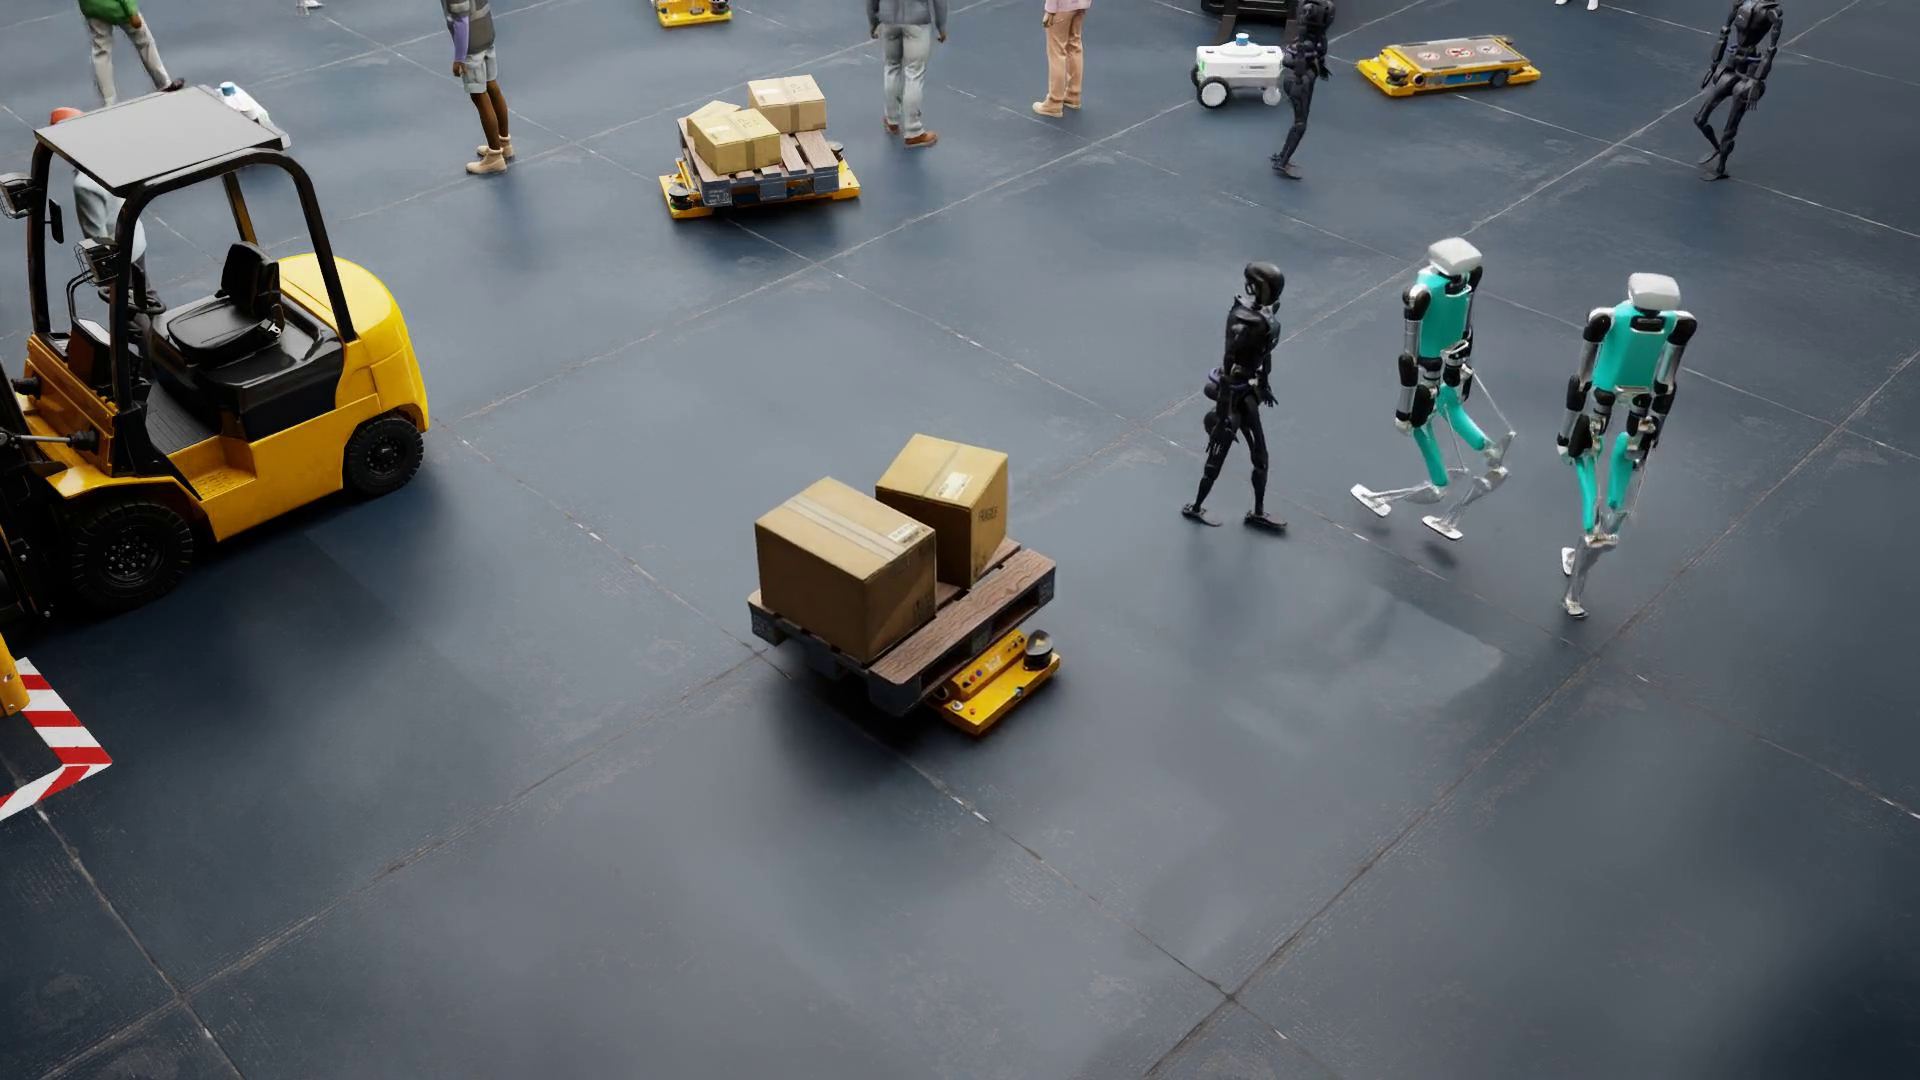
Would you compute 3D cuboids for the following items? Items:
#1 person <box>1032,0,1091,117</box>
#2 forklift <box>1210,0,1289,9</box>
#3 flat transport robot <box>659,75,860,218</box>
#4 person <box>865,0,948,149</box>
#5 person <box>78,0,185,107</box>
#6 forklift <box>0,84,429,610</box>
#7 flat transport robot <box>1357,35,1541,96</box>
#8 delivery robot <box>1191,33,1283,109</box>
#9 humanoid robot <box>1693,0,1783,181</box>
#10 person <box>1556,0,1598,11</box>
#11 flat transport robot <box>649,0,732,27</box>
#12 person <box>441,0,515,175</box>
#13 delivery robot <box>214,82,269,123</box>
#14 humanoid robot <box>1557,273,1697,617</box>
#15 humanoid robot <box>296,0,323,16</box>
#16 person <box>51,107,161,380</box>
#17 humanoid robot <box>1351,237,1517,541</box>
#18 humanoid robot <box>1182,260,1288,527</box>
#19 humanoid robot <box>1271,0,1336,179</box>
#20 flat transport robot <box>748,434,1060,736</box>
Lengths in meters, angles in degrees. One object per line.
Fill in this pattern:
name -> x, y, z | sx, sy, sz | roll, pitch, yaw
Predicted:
person -> 0.885, -4.353, 13.569 | 0.420, 1.774, 0.539 | 24, 43, 28
forklift -> 3.106, -6.400, 15.960 | 1.214, 2.155, 2.313 | 8, 37, 10
flat transport robot -> -1.532, -2.740, 12.664 | 1.431, 0.231, 0.659 | -10, 38, -13
person -> -0.416, -4.078, 13.094 | 0.645, 1.910, 0.607 | 8, 37, 10
person -> -6.942, -4.424, 13.684 | 0.648, 1.733, 0.888 | 10, 38, 13
forklift -> -4.145, -1.093, 8.856 | 2.313, 2.155, 1.214 | -31, 47, -34
flat transport robot -> 4.284, -4.150, 14.551 | 1.431, 0.231, 0.659 | -9, 38, -12
delivery robot -> 2.337, -3.981, 14.088 | 0.775, 0.596, 0.499 | 0, 37, 0
humanoid robot -> 5.875, -3.507, 12.516 | 0.356, 1.652, 0.587 | -13, 39, -16
person -> 6.028, -5.854, 15.685 | 0.510, 1.640, 0.306 | 21, 41, 25
flat transport robot -> -2.689, -5.312, 16.108 | 0.659, 0.231, 1.431 | -12, 38, -15
person -> -3.713, -3.769, 12.570 | 0.386, 2.034, 0.604 | 3, 37, 4
delivery robot -> -5.757, -3.340, 13.227 | 0.499, 0.592, 0.795 | -25, 43, -29
humanoid robot -> 3.318, -0.391, 8.311 | 0.553, 1.792, 0.856 | -1, 37, -1
humanoid robot -> -6.223, -5.800, 15.577 | 0.818, 1.806, 0.534 | -6, 37, -8
person -> -5.182, -1.807, 10.185 | 0.344, 1.740, 0.572 | -3, 37, -4
humanoid robot -> 2.568, -0.708, 8.690 | 0.542, 1.733, 0.930 | -26, 44, -30
humanoid robot -> 1.522, -0.743, 8.829 | 0.561, 1.639, 0.611 | 21, 42, 26
humanoid robot -> 2.593, -3.583, 12.637 | 0.406, 1.665, 0.590 | 18, 40, 22
flat transport robot -> -0.263, 0.452, 8.392 | 1.431, 0.231, 0.659 | 27, 44, 31
